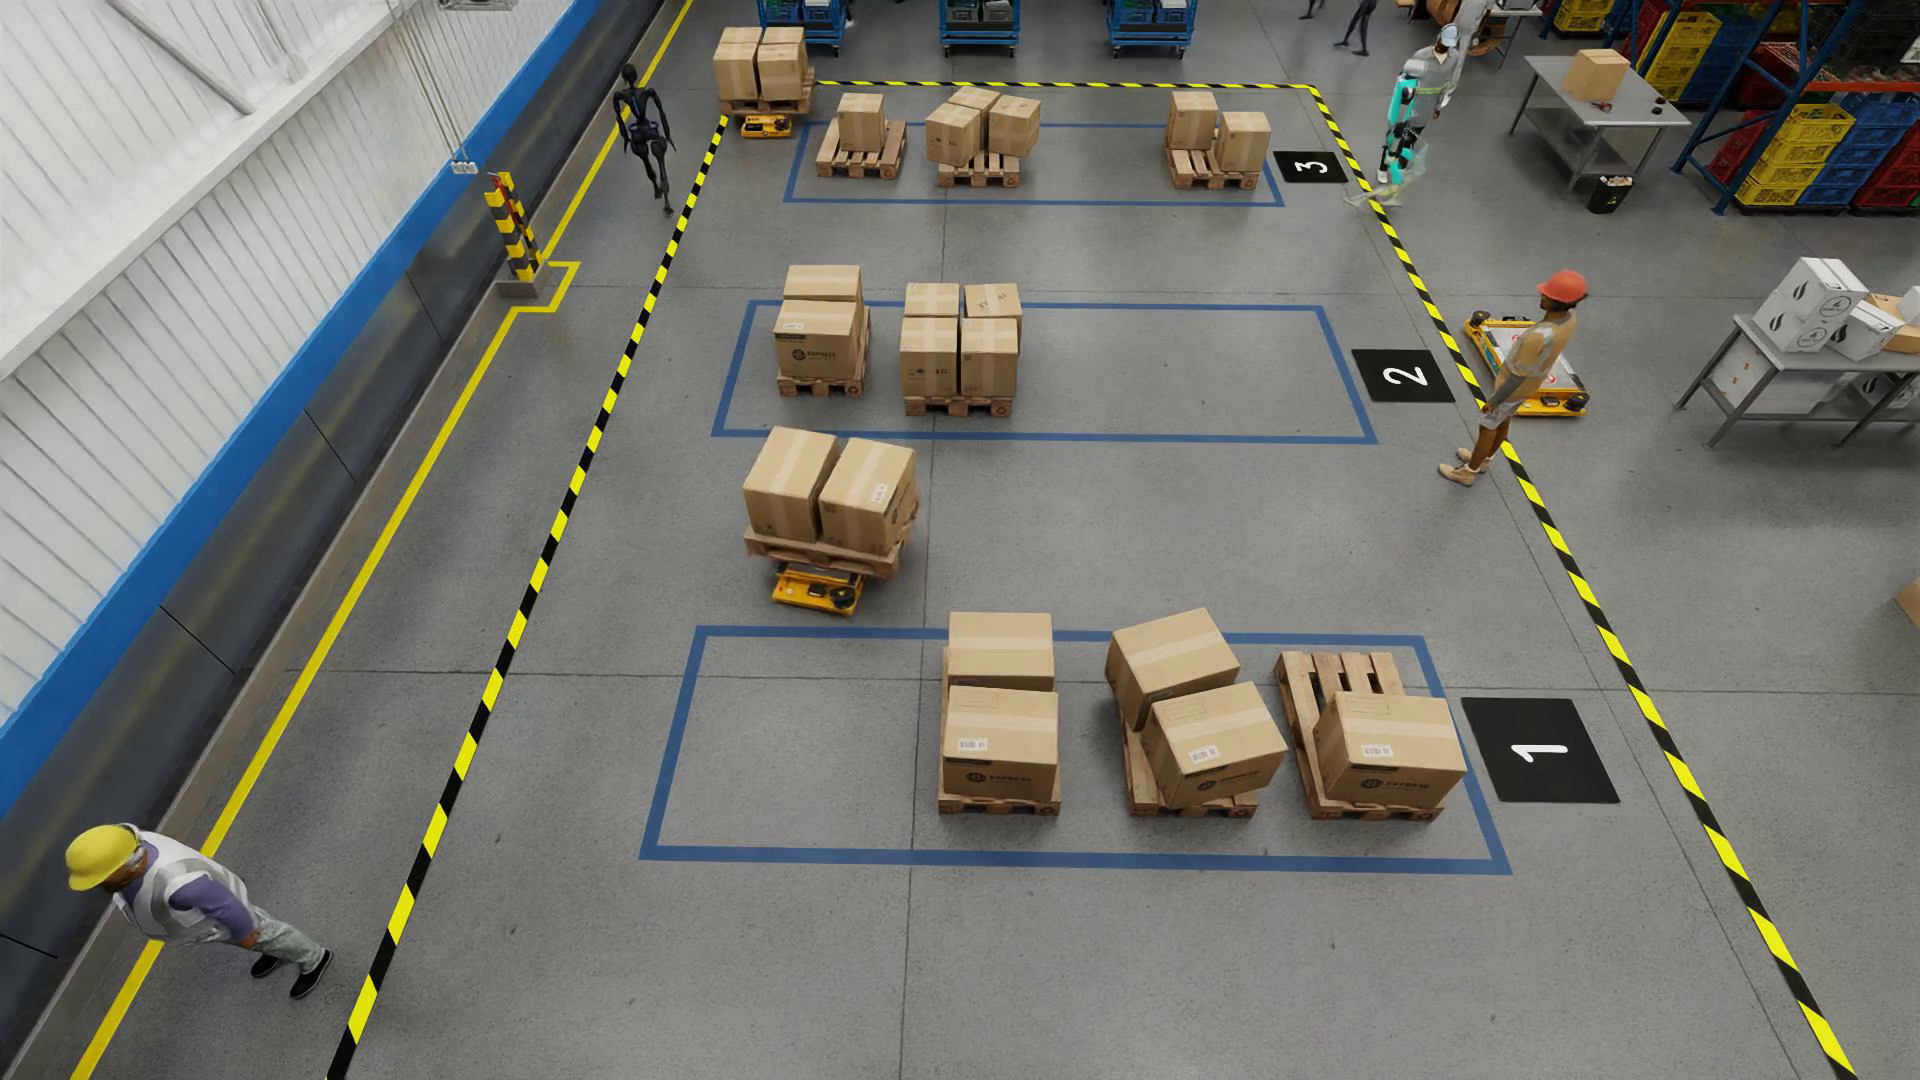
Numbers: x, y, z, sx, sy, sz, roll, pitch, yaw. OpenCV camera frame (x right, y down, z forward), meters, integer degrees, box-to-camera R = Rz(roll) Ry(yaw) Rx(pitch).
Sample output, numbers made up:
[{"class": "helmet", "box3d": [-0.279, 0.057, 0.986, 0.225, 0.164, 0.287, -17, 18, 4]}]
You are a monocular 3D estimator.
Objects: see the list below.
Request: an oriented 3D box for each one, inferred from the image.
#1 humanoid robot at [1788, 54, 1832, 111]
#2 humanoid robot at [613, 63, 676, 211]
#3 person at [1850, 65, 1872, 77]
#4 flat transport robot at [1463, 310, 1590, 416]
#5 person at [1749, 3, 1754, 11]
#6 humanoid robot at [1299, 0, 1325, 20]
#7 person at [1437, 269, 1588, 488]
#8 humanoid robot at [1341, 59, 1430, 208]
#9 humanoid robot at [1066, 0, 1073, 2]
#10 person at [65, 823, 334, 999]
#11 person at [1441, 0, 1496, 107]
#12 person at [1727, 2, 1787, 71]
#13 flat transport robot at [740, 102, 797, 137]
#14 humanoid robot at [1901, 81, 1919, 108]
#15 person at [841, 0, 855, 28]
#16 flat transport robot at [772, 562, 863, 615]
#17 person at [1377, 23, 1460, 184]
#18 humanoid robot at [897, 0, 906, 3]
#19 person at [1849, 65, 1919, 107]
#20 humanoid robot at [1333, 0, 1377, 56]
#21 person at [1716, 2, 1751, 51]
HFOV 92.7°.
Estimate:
[{"class": "humanoid robot", "box3d": [10.742, -5.818, 11.642, 0.320, 1.654, 0.607, 27, 54, 22]}, {"class": "humanoid robot", "box3d": [-3.661, -4.663, 10.664, 0.601, 1.641, 0.739, -8, 50, -7]}, {"class": "person", "box3d": [13.407, -7.600, 13.128, 0.548, 1.748, 0.474, -23, 53, -19]}, {"class": "flat transport robot", "box3d": [5.573, -1.757, 9.054, 0.659, 0.231, 1.431, 1, 49, 1]}, {"class": "person", "box3d": [13.108, -9.578, 14.661, 0.395, 2.040, 0.608, 4, 49, 3]}, {"class": "humanoid robot", "box3d": [5.849, -9.215, 14.585, 0.520, 1.645, 0.601, -12, 50, -10]}, {"class": "person", "box3d": [4.496, -1.281, 7.471, 0.615, 2.039, 0.382, -31, 56, -24]}, {"class": "humanoid robot", "box3d": [5.081, -4.550, 10.488, 0.965, 1.731, 0.546, 9, 50, 8]}, {"class": "humanoid robot", "box3d": [1.612, -10.035, 15.288, 0.534, 1.781, 1.037, -29, 55, -23]}, {"class": "person", "box3d": [-3.961, 1.950, 4.810, 0.599, 1.831, 0.404, 19, 52, 15]}, {"class": "person", "box3d": [6.825, -6.894, 12.446, 0.329, 1.864, 0.505, -33, 57, -25]}, {"class": "person", "box3d": [11.497, -7.616, 13.108, 0.604, 1.811, 0.527, -8, 50, -7]}, {"class": "flat transport robot", "box3d": [-2.624, -6.023, 12.728, 0.652, 0.197, 1.431, 0, 49, 0]}, {"class": "humanoid robot", "box3d": [13.238, -6.502, 12.215, 0.534, 1.803, 0.832, 12, 50, 10]}, {"class": "person", "box3d": [-2.173, -8.952, 14.260, 0.991, 1.813, 0.532, -5, 49, -4]}, {"class": "flat transport robot", "box3d": [-1.005, -0.050, 7.558, 0.652, 0.197, 1.431, 9, 50, 8]}, {"class": "person", "box3d": [5.524, -5.209, 10.998, 0.587, 1.848, 0.396, -6, 49, -5]}, {"class": "humanoid robot", "box3d": [-1.104, -9.801, 15.082, 0.609, 1.638, 0.374, 21, 52, 17]}, {"class": "person", "box3d": [12.065, -6.081, 11.782, 0.661, 1.823, 0.433, 1, 49, 1]}, {"class": "humanoid robot", "box3d": [6.076, -8.108, 13.634, 0.573, 1.638, 0.612, 15, 51, 13]}, {"class": "person", "box3d": [11.592, -8.121, 13.602, 0.413, 1.722, 0.481, -14, 51, -12]}]
